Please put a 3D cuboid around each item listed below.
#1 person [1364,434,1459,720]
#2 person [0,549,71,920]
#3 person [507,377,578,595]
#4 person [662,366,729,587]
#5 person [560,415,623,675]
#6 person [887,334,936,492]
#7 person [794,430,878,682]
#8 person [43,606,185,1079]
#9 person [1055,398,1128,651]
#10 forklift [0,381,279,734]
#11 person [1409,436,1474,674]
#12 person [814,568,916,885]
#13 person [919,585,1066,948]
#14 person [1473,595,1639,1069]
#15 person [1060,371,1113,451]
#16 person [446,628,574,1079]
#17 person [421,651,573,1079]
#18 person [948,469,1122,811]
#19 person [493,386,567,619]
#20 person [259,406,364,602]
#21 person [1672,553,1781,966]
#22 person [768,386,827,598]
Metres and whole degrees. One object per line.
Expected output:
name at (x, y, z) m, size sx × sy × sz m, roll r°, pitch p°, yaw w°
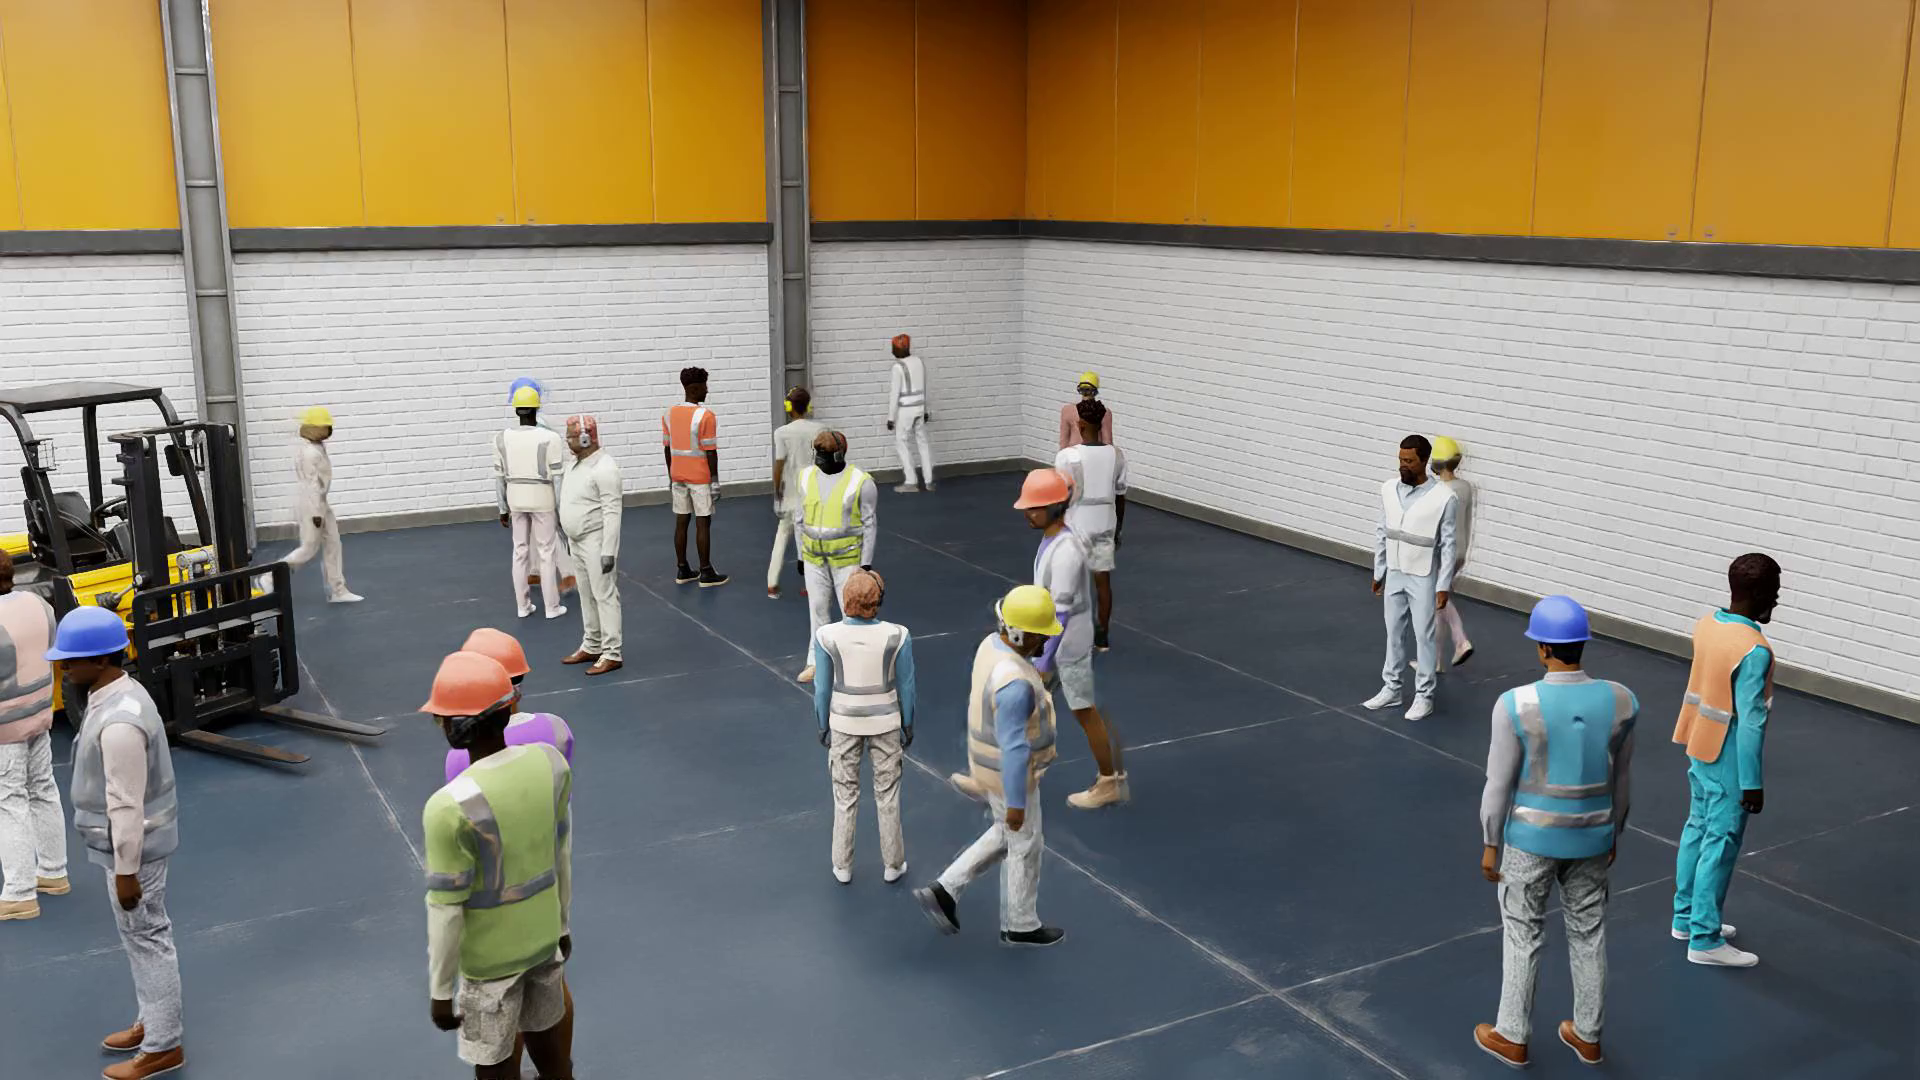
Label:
person at (3.035, 0.239, 11.132) m, size 0.372 × 1.916 × 0.597 m, roll -10°, pitch 15°, yaw -38°
person at (-4.645, 0.926, 8.092) m, size 0.429 × 1.842 × 0.636 m, roll 1°, pitch 12°, yaw 3°
person at (-3.634, -0.477, 14.564) m, size 0.608 × 1.919 × 0.698 m, roll -3°, pitch 12°, yaw -13°
person at (-2.366, -0.563, 14.784) m, size 0.608 × 1.963 × 0.374 m, roll 9°, pitch 15°, yaw 35°
person at (-2.711, 0.030, 12.152) m, size 0.402 × 1.904 × 0.638 m, roll -9°, pitch 15°, yaw -36°
person at (-0.544, -1.470, 19.311) m, size 0.345 × 1.853 × 0.727 m, roll 9°, pitch 15°, yaw 36°
person at (-0.898, 0.129, 11.837) m, size 0.623 × 1.841 × 0.430 m, roll 5°, pitch 13°, yaw 21°
person at (-3.314, 1.198, 6.598) m, size 0.410 × 1.942 × 0.608 m, roll -6°, pitch 14°, yaw -27°
person at (0.979, -0.097, 12.622) m, size 0.606 × 1.961 × 0.377 m, roll -5°, pitch 13°, yaw -23°
forklift at (-5.853, 0.085, 11.199) m, size 2.313 × 2.155 × 1.214 m, roll 7°, pitch 14°, yaw 28°
person at (3.490, 0.117, 12.067) m, size 0.542 × 1.754 × 0.381 m, roll -9°, pitch 15°, yaw -37°
person at (-0.480, 0.955, 8.432) m, size 0.514 × 1.641 × 0.308 m, roll 0°, pitch 12°, yaw -1°
person at (0.176, 1.054, 7.617) m, size 0.602 × 1.790 × 0.631 m, roll -2°, pitch 12°, yaw -11°
person at (2.390, 1.177, 6.716) m, size 0.618 × 1.935 × 0.431 m, roll -1°, pitch 12°, yaw -5°
person at (1.234, -0.768, 16.247) m, size 0.532 × 1.755 × 0.342 m, roll 4°, pitch 13°, yaw 16°
person at (-1.697, 1.275, 6.256) m, size 0.389 × 1.930 × 0.544 m, roll 8°, pitch 15°, yaw 34°
person at (-1.563, 1.361, 5.612) m, size 0.414 × 2.034 × 0.612 m, roll 6°, pitch 14°, yaw 28°
person at (0.455, 0.591, 9.311) m, size 1.066 × 1.983 × 0.620 m, roll -2°, pitch 12°, yaw -7°
person at (-3.517, -0.299, 13.661) m, size 0.589 × 1.922 × 0.389 m, roll 2°, pitch 12°, yaw 8°
person at (-5.534, -0.283, 14.055) m, size 0.749 × 1.716 × 0.495 m, roll -2°, pitch 12°, yaw -9°
person at (3.493, 0.994, 7.616) m, size 0.401 × 1.911 × 0.590 m, roll 1°, pitch 12°, yaw 3°
person at (-1.402, -0.396, 14.292) m, size 0.511 × 1.846 × 0.455 m, roll -5°, pitch 13°, yaw -23°
